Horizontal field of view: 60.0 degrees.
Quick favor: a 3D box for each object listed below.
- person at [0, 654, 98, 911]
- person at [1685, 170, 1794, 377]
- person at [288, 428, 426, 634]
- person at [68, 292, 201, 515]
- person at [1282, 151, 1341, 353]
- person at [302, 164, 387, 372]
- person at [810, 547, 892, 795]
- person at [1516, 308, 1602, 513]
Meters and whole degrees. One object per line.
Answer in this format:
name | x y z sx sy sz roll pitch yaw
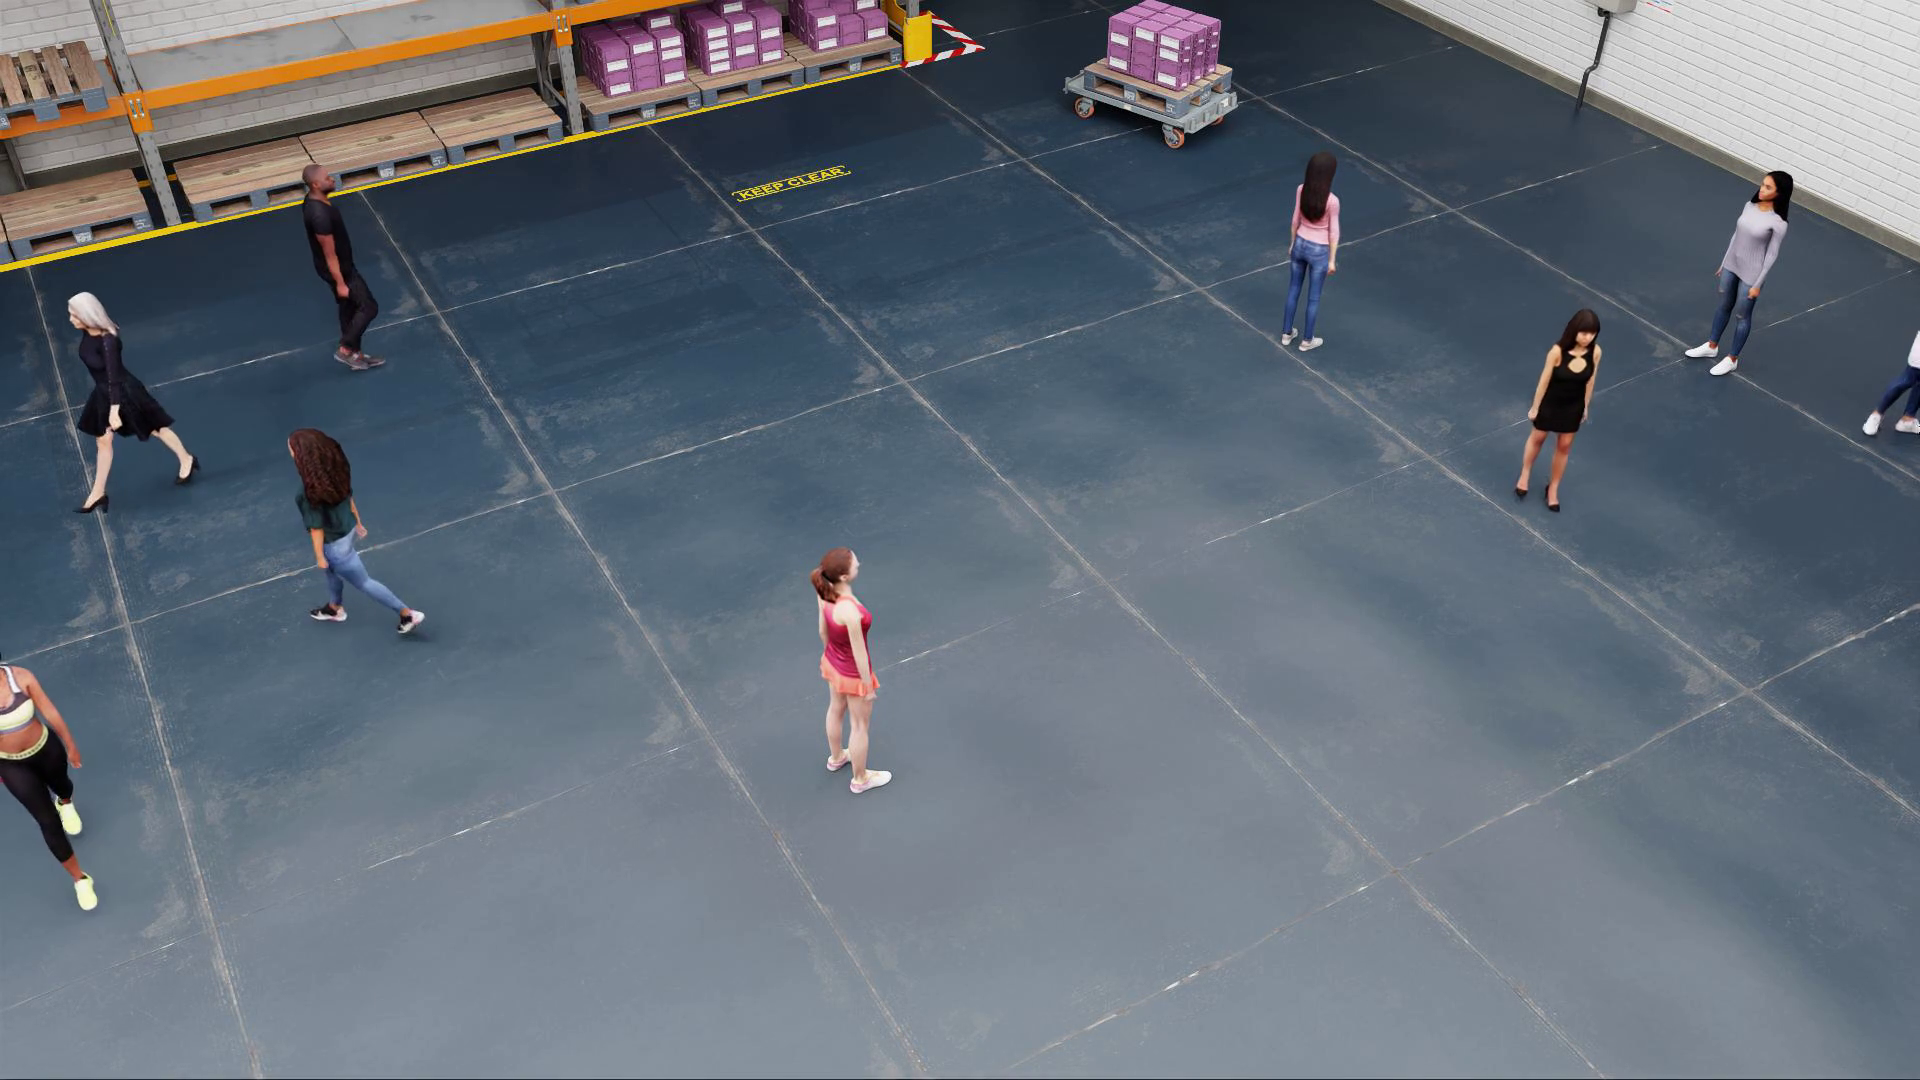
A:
person | -5.135 1.155 9.193 1.074 1.709 0.692 -23 44 -26
person | 6.299 -2.152 13.311 0.582 1.736 0.640 -13 40 -16
person | -3.947 -0.009 10.752 1.149 1.581 1.012 5 39 6
person | -5.914 -1.025 11.926 0.849 1.704 1.229 29 47 31
person | 2.862 -2.363 13.572 0.635 1.742 0.610 29 47 31
person | -5.023 -2.119 13.209 0.714 1.813 0.720 -13 40 -15
person | -0.654 0.742 9.674 0.598 1.754 0.595 -26 46 -29
person | 4.288 -0.988 11.935 0.725 1.636 0.787 3 39 3
